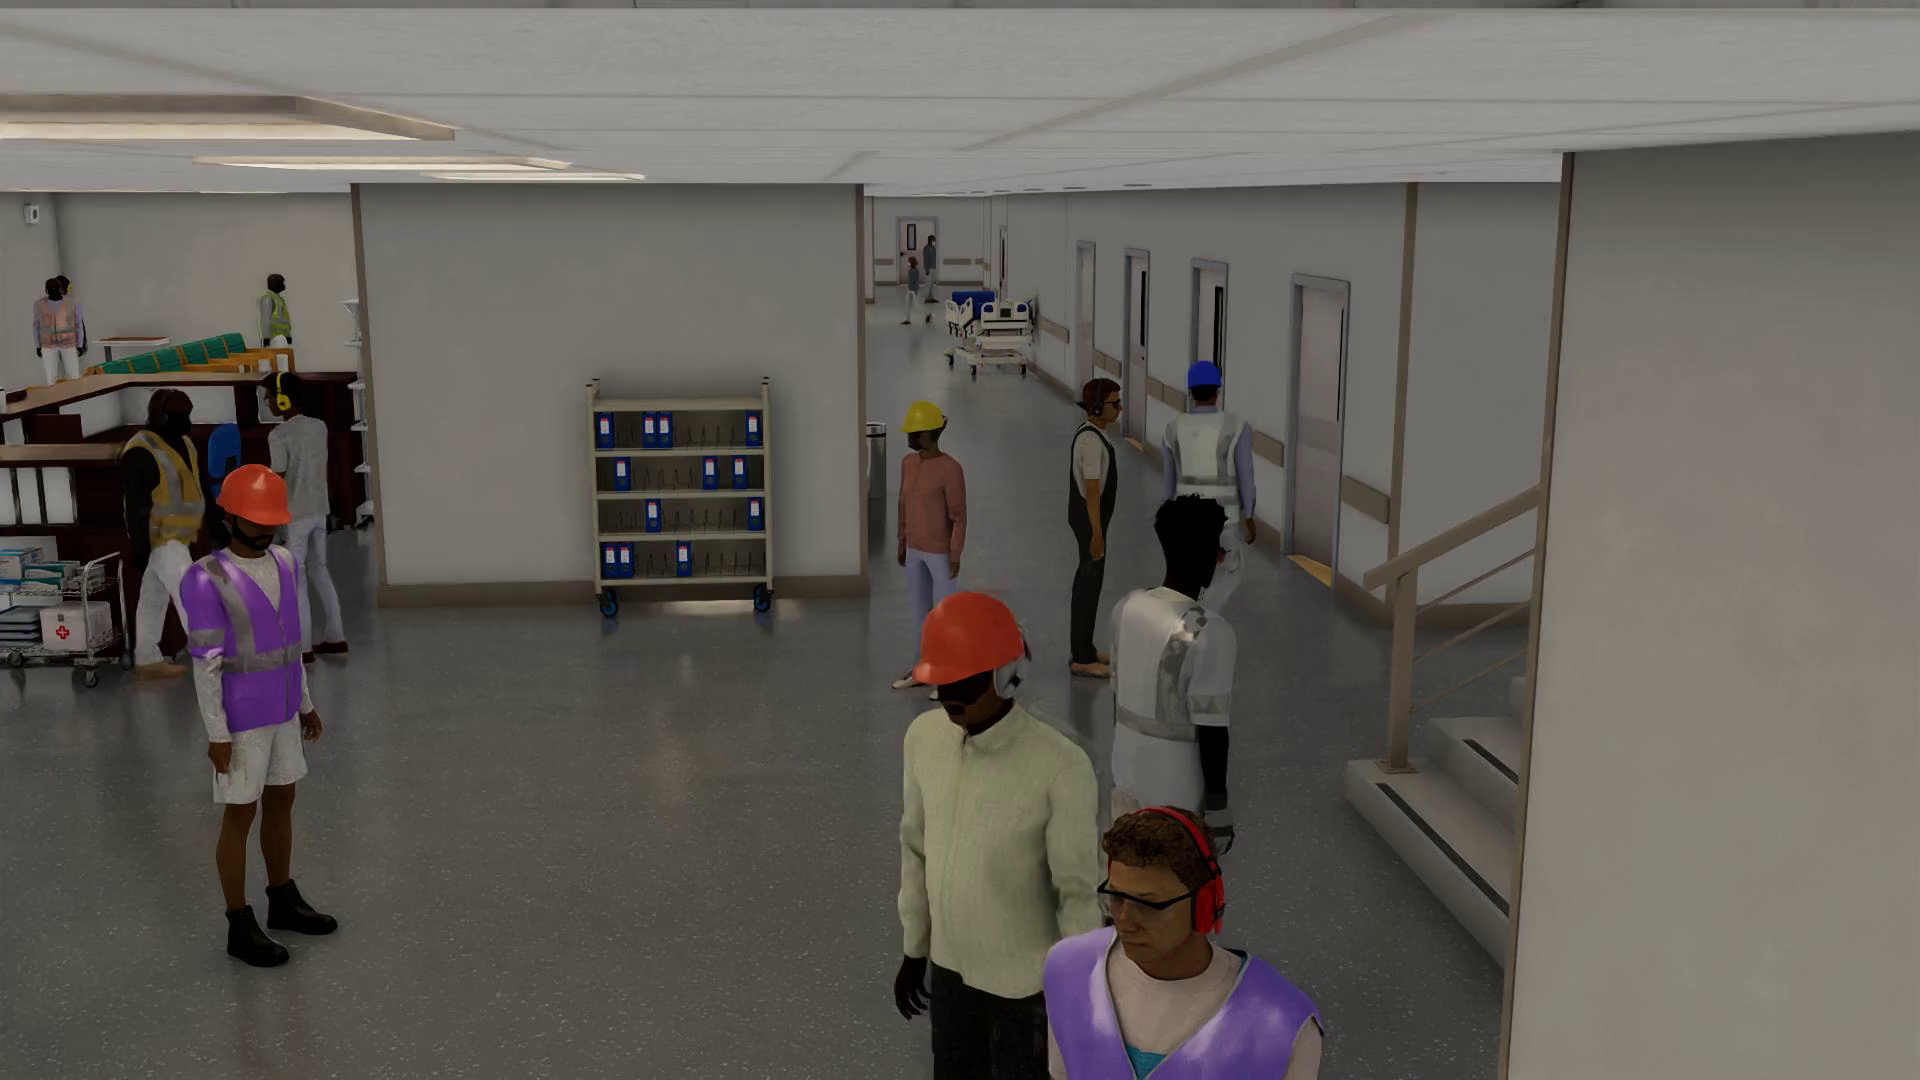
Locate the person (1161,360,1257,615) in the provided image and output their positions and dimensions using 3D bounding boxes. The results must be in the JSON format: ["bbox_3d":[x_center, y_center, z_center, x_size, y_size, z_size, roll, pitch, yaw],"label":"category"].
[{"bbox_3d":[1.518,-0.151,10.399,0.630,1.916,0.663,7,14,31],"label":"person"}]

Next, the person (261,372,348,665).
[{"bbox_3d":[-4.158,-0.136,10.494,0.363,1.855,0.538,4,12,18],"label":"person"}]

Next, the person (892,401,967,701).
[{"bbox_3d":[-0.190,0.060,9.750,0.328,1.765,0.532,-11,16,-42],"label":"person"}]

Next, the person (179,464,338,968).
[{"bbox_3d":[-2.680,0.660,6.411,0.374,1.928,0.542,4,12,19],"label":"person"}]

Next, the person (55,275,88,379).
[{"bbox_3d":[-12.629,-2.799,23.492,0.523,1.861,0.314,-6,13,-29],"label":"person"}]

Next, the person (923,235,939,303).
[{"bbox_3d":[-0.844,-7.695,47.254,0.388,1.927,0.640,4,12,20],"label":"person"}]

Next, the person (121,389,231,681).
[{"bbox_3d":[-4.655,-0.012,10.002,0.873,1.794,0.657,-1,12,-4],"label":"person"}]

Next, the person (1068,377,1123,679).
[{"bbox_3d":[0.826,-0.081,10.230,0.326,1.843,0.515,0,12,2],"label":"person"}]

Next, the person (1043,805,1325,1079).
[{"bbox_3d":[0.404,1.372,3.174,0.565,1.839,0.382,8,14,35],"label":"person"}]

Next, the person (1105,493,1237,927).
[{"bbox_3d":[0.716,0.808,5.654,0.393,1.953,0.615,-5,13,-25],"label":"person"}]

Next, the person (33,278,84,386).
[{"bbox_3d":[-12.450,-2.689,22.995,0.627,1.844,0.429,-4,12,-20],"label":"person"}]

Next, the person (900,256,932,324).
[{"bbox_3d":[-1.043,-5.881,39.184,0.721,1.620,0.513,-6,13,-26],"label":"person"}]

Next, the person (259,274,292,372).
[{"bbox_3d":[-10.116,-3.069,24.919,0.847,1.807,0.658,-2,12,-9],"label":"person"}]

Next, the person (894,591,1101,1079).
[{"bbox_3d":[0.165,1.066,4.361,0.610,1.965,0.684,11,16,43],"label":"person"}]
